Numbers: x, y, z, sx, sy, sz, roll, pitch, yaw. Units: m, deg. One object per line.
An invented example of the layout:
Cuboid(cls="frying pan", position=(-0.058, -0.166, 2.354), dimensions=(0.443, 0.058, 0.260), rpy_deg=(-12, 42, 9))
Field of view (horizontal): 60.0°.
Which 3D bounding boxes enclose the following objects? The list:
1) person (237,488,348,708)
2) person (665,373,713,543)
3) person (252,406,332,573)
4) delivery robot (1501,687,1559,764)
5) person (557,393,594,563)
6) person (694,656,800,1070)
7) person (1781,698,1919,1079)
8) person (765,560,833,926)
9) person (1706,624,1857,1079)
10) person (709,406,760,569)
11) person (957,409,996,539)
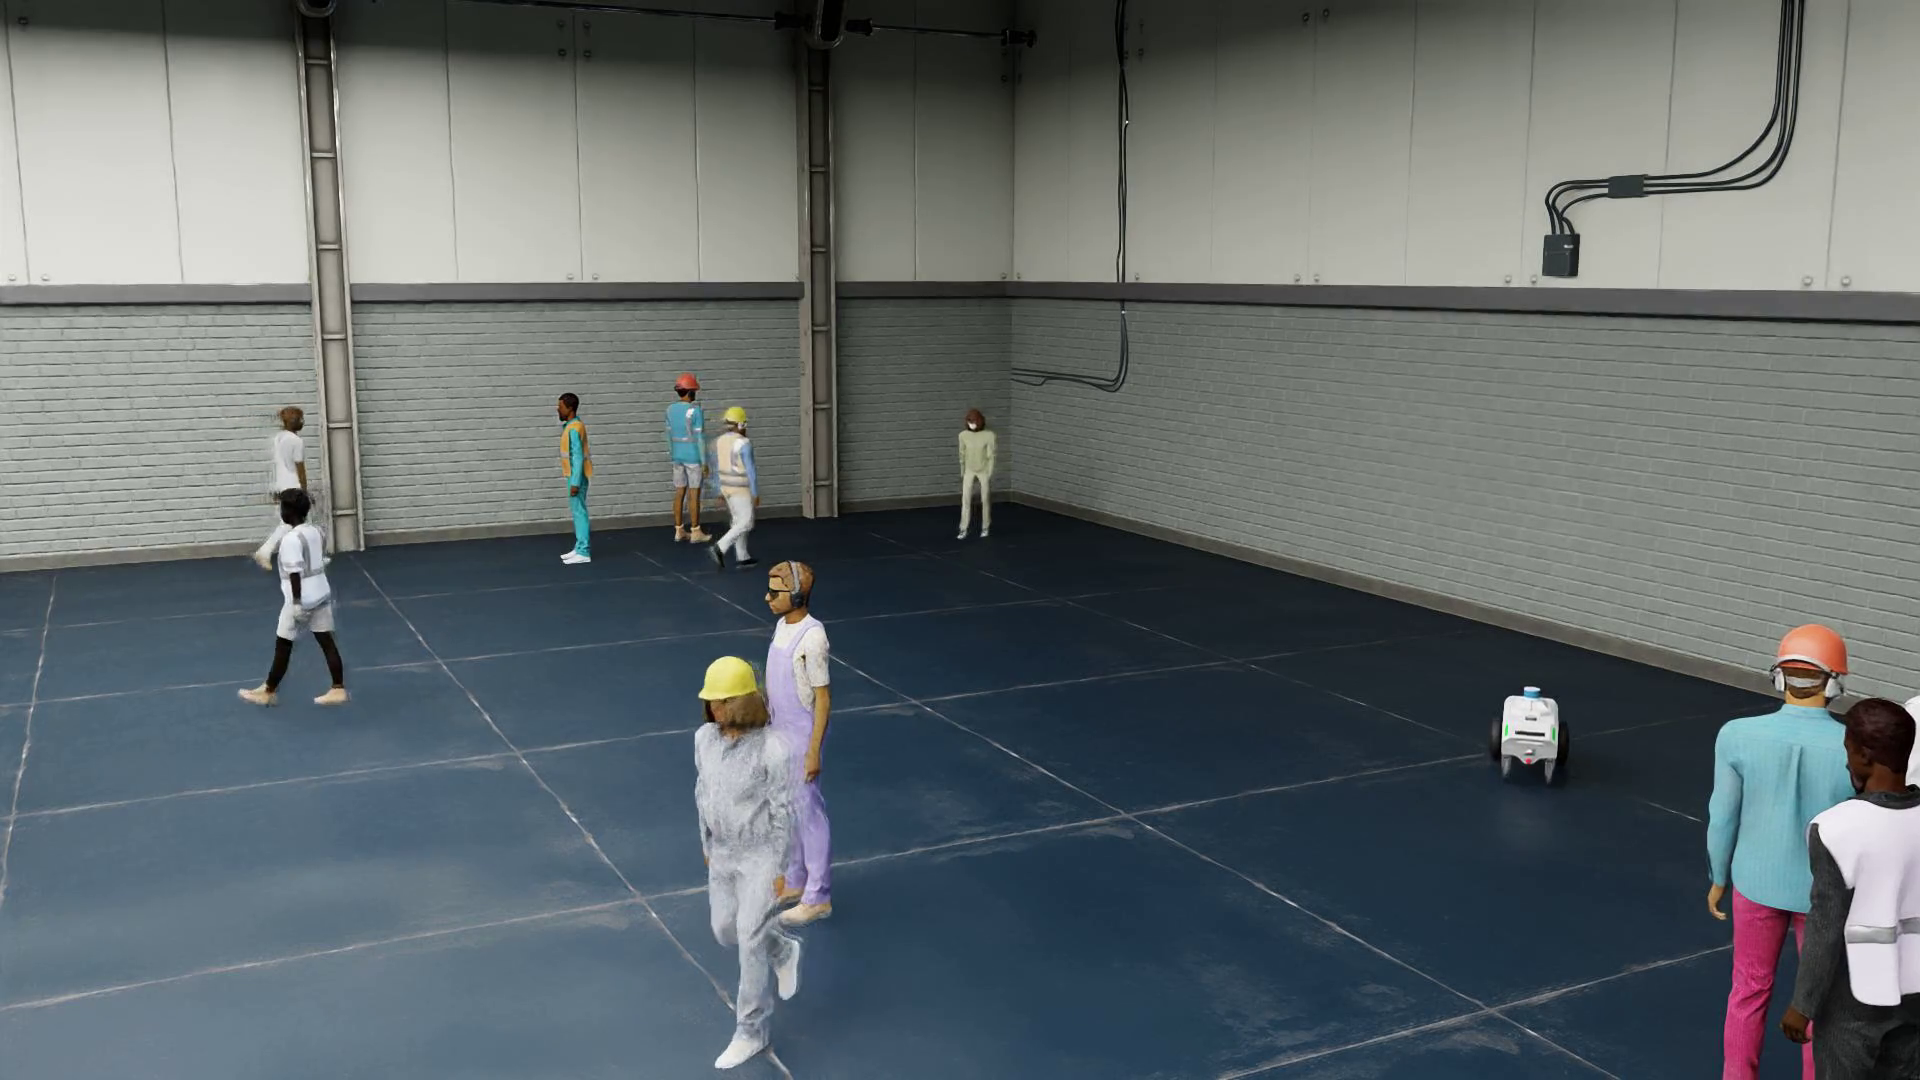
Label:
Cuboid(cls="person", position=(-5.007, 0.443, 12.444), dimensions=(0.827, 1.655, 0.555), rpy_deg=(1, 9, 3))
Cuboid(cls="person", position=(-3.271, -0.983, 20.068), dimensions=(0.608, 2.048, 0.365), rpy_deg=(6, 11, 35))
Cuboid(cls="person", position=(-7.352, -0.557, 18.175), dimensions=(0.518, 1.819, 0.872), rpy_deg=(9, 13, 43))
Cuboid(cls="delivery robot", position=(3.730, 1.206, 10.876), dimensions=(0.477, 0.478, 0.707), rpy_deg=(3, 10, 19))
Cuboid(cls="person", position=(-4.318, -0.697, 18.698), dimensions=(0.398, 1.920, 0.588), rpy_deg=(-2, 9, -14))
Cuboid(cls="person", position=(-0.863, 1.294, 7.027), dimensions=(0.493, 1.722, 0.622), rpy_deg=(5, 11, 30))
Cuboid(cls="person", position=(2.970, 1.460, 5.425), dimensions=(0.590, 1.915, 0.392), rpy_deg=(-3, 10, -18))
Cuboid(cls="person", position=(-0.829, 1.010, 8.403), dimensions=(0.333, 1.844, 0.514), rpy_deg=(-5, 10, -28))
Cuboid(cls="person", position=(3.110, 1.298, 6.201), dimensions=(0.611, 1.985, 0.393), rpy_deg=(6, 11, 34))
Cuboid(cls="person", position=(-2.467, -0.554, 18.128), dimensions=(0.681, 1.812, 0.602), rpy_deg=(-8, 12, -41))
Cuboid(cls="person", position=(0.197, -0.790, 20.273), dimensions=(0.506, 1.591, 0.802), rpy_deg=(3, 10, 16))
